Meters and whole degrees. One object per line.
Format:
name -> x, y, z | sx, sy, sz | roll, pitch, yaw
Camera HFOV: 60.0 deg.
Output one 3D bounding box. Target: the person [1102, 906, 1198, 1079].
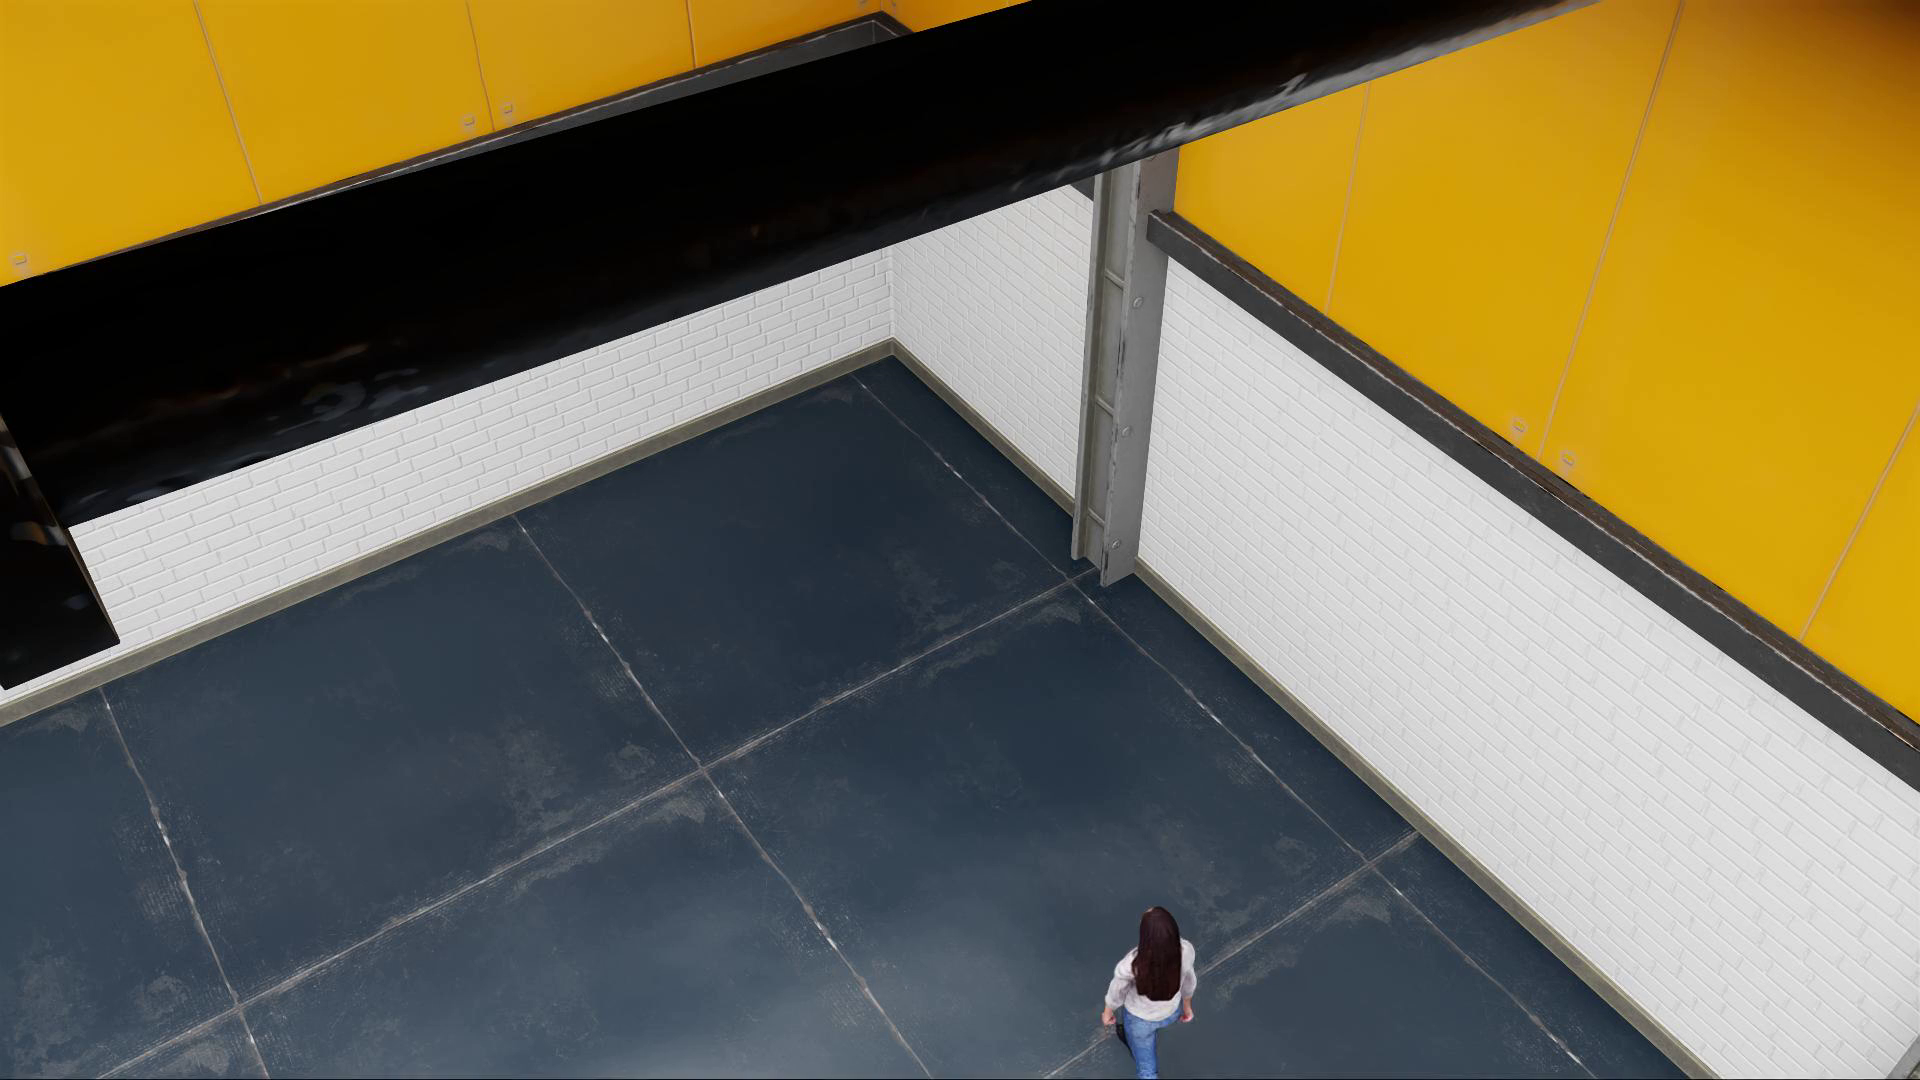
person -> 1.015, 2.498, 8.517 | 0.765, 1.593, 1.110 | -17, 46, -17
